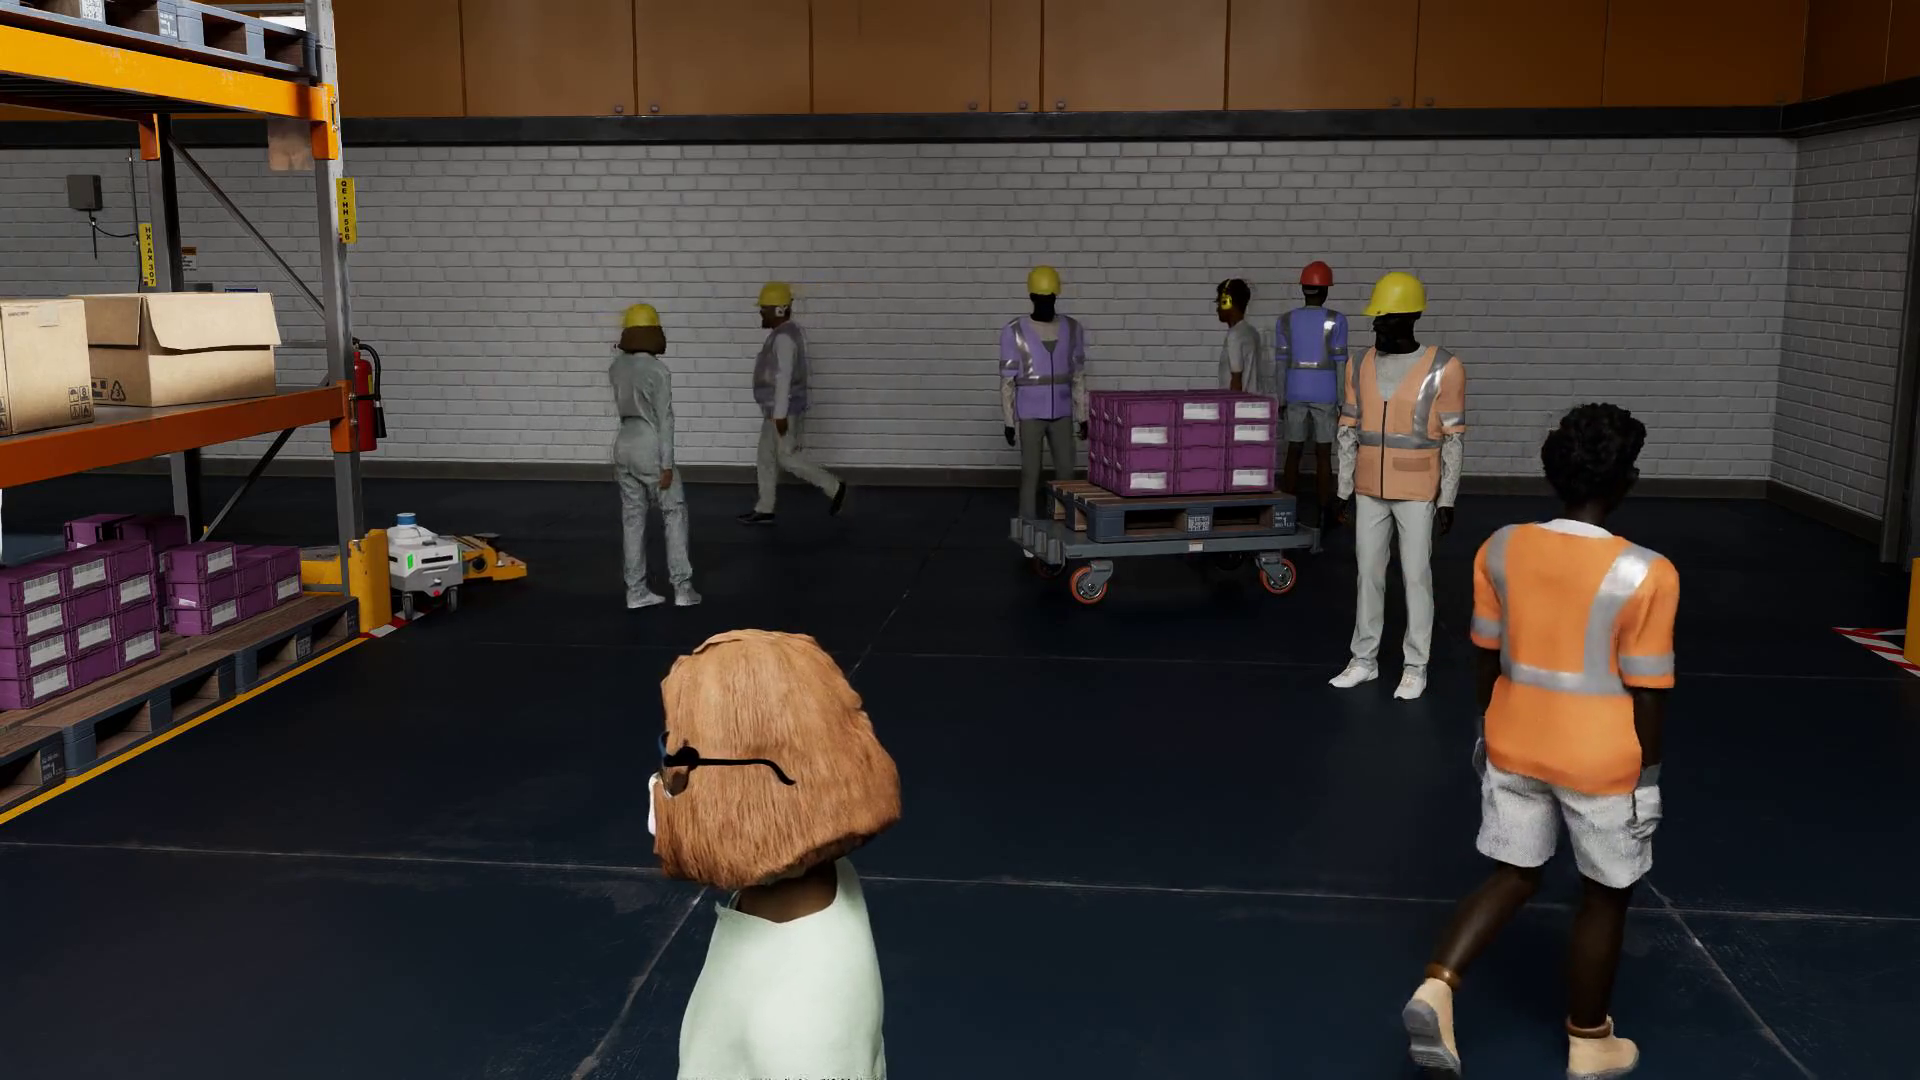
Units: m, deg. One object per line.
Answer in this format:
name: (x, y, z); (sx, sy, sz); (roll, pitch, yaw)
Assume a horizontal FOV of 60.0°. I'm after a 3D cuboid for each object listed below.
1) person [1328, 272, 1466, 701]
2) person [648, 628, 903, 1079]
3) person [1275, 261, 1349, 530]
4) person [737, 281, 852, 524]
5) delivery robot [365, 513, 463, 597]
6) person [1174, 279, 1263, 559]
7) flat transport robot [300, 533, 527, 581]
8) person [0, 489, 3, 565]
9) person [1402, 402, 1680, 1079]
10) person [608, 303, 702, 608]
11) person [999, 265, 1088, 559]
person: (1.959, -0.237, 7.503); (0.594, 1.922, 0.374); (9, 13, 41)
person: (-0.194, 0.898, 1.835); (0.284, 1.634, 0.498); (-1, 10, -8)
person: (2.558, -1.044, 12.079); (0.542, 1.939, 0.364); (6, 11, 29)
person: (-1.234, -0.998, 12.224); (0.779, 1.806, 0.591); (-1, 10, -8)
delivery robot: (-3.069, 0.093, 9.261); (0.477, 0.478, 0.707); (-9, 14, -43)
person: (1.727, -0.783, 10.904); (0.858, 1.825, 0.500); (5, 11, 28)
flat transport robot: (-3.415, 0.150, 10.018); (1.431, 0.197, 0.652); (-6, 12, -32)
person: (-5.768, -0.584, 9.748); (0.600, 1.830, 0.404); (7, 12, 34)
person: (1.379, 0.517, 3.903); (0.649, 1.678, 0.538); (-7, 12, -35)
person: (-1.719, -0.470, 9.395); (0.516, 1.722, 0.451); (6, 12, 32)
person: (0.556, -0.836, 10.937); (0.623, 1.918, 0.403); (-4, 11, -21)
